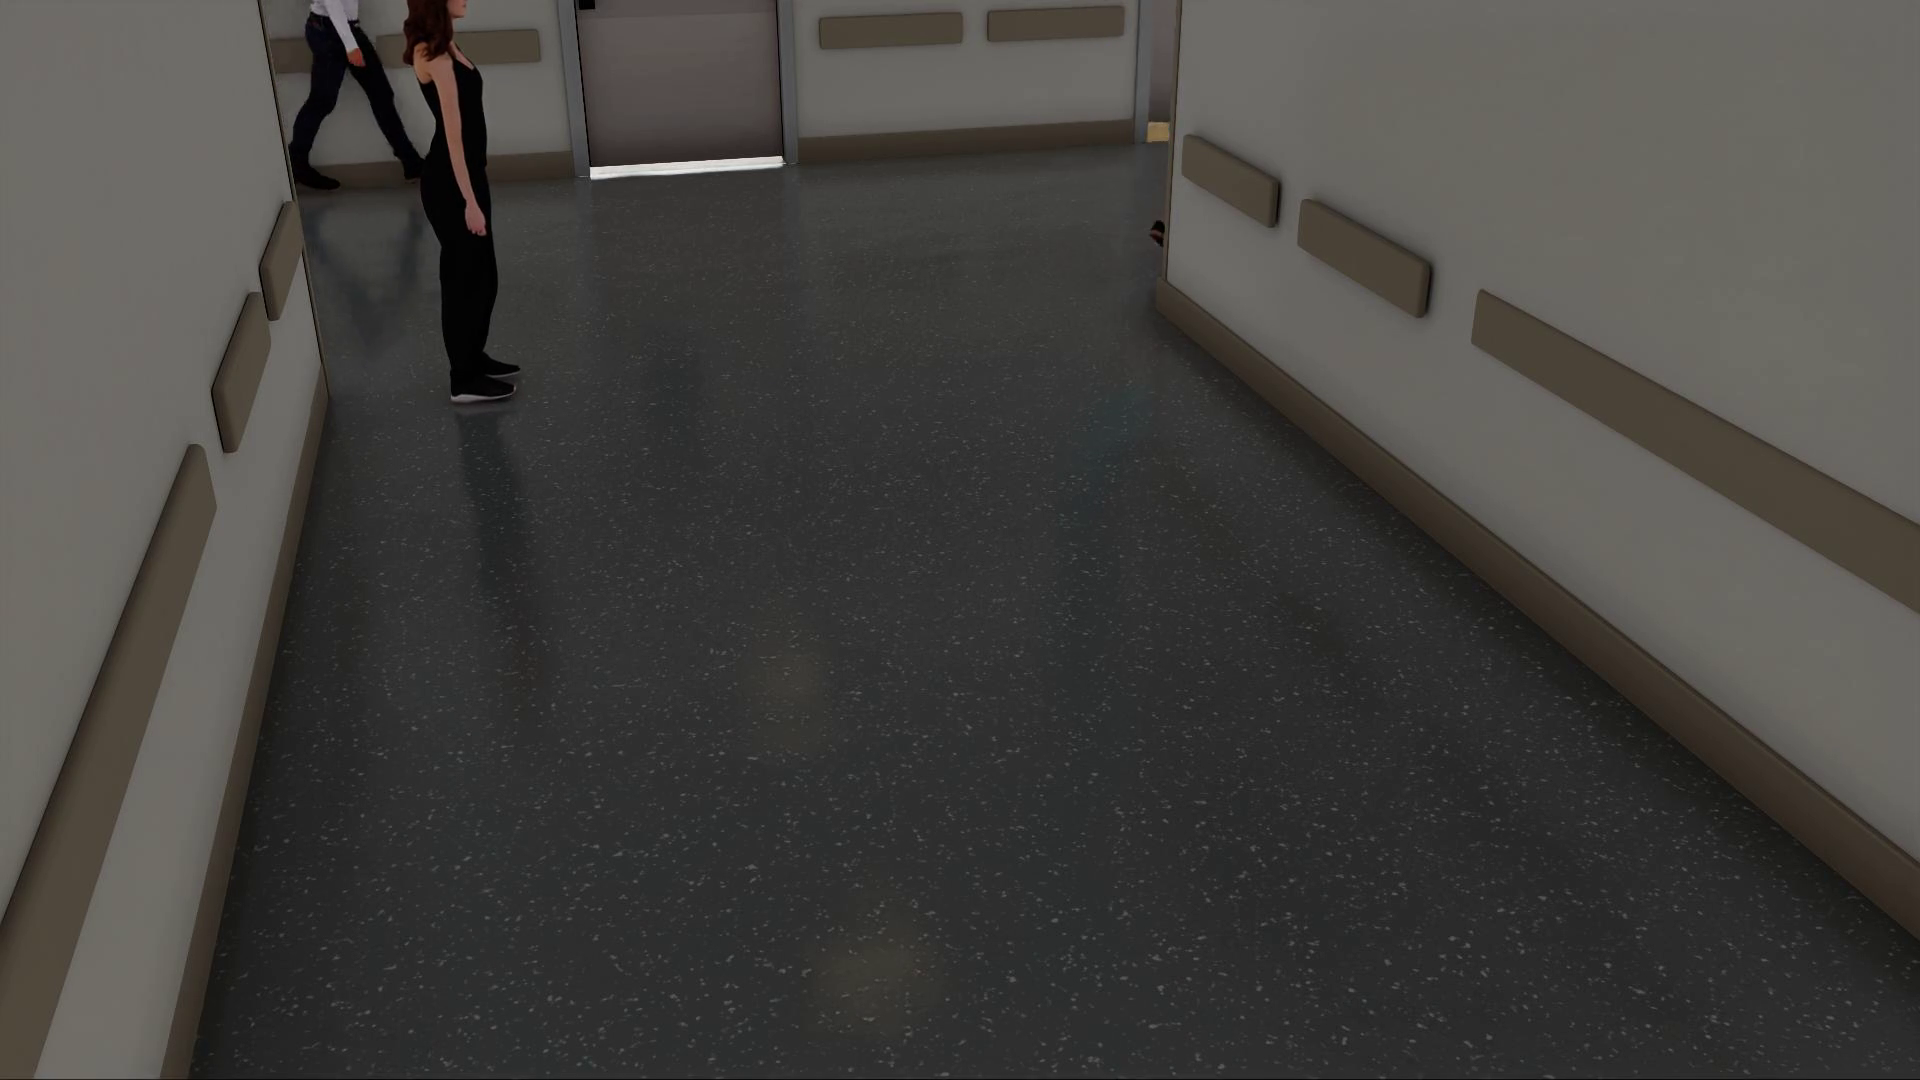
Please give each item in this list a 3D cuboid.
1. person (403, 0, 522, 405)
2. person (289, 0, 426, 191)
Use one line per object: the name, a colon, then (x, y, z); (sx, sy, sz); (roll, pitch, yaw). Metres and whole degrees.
person: (-2.026, -1.424, 6.661); (0.527, 1.743, 0.586); (-4, 26, -9)
person: (-3.710, -2.908, 9.651); (1.282, 1.819, 0.801); (-2, 26, -4)
